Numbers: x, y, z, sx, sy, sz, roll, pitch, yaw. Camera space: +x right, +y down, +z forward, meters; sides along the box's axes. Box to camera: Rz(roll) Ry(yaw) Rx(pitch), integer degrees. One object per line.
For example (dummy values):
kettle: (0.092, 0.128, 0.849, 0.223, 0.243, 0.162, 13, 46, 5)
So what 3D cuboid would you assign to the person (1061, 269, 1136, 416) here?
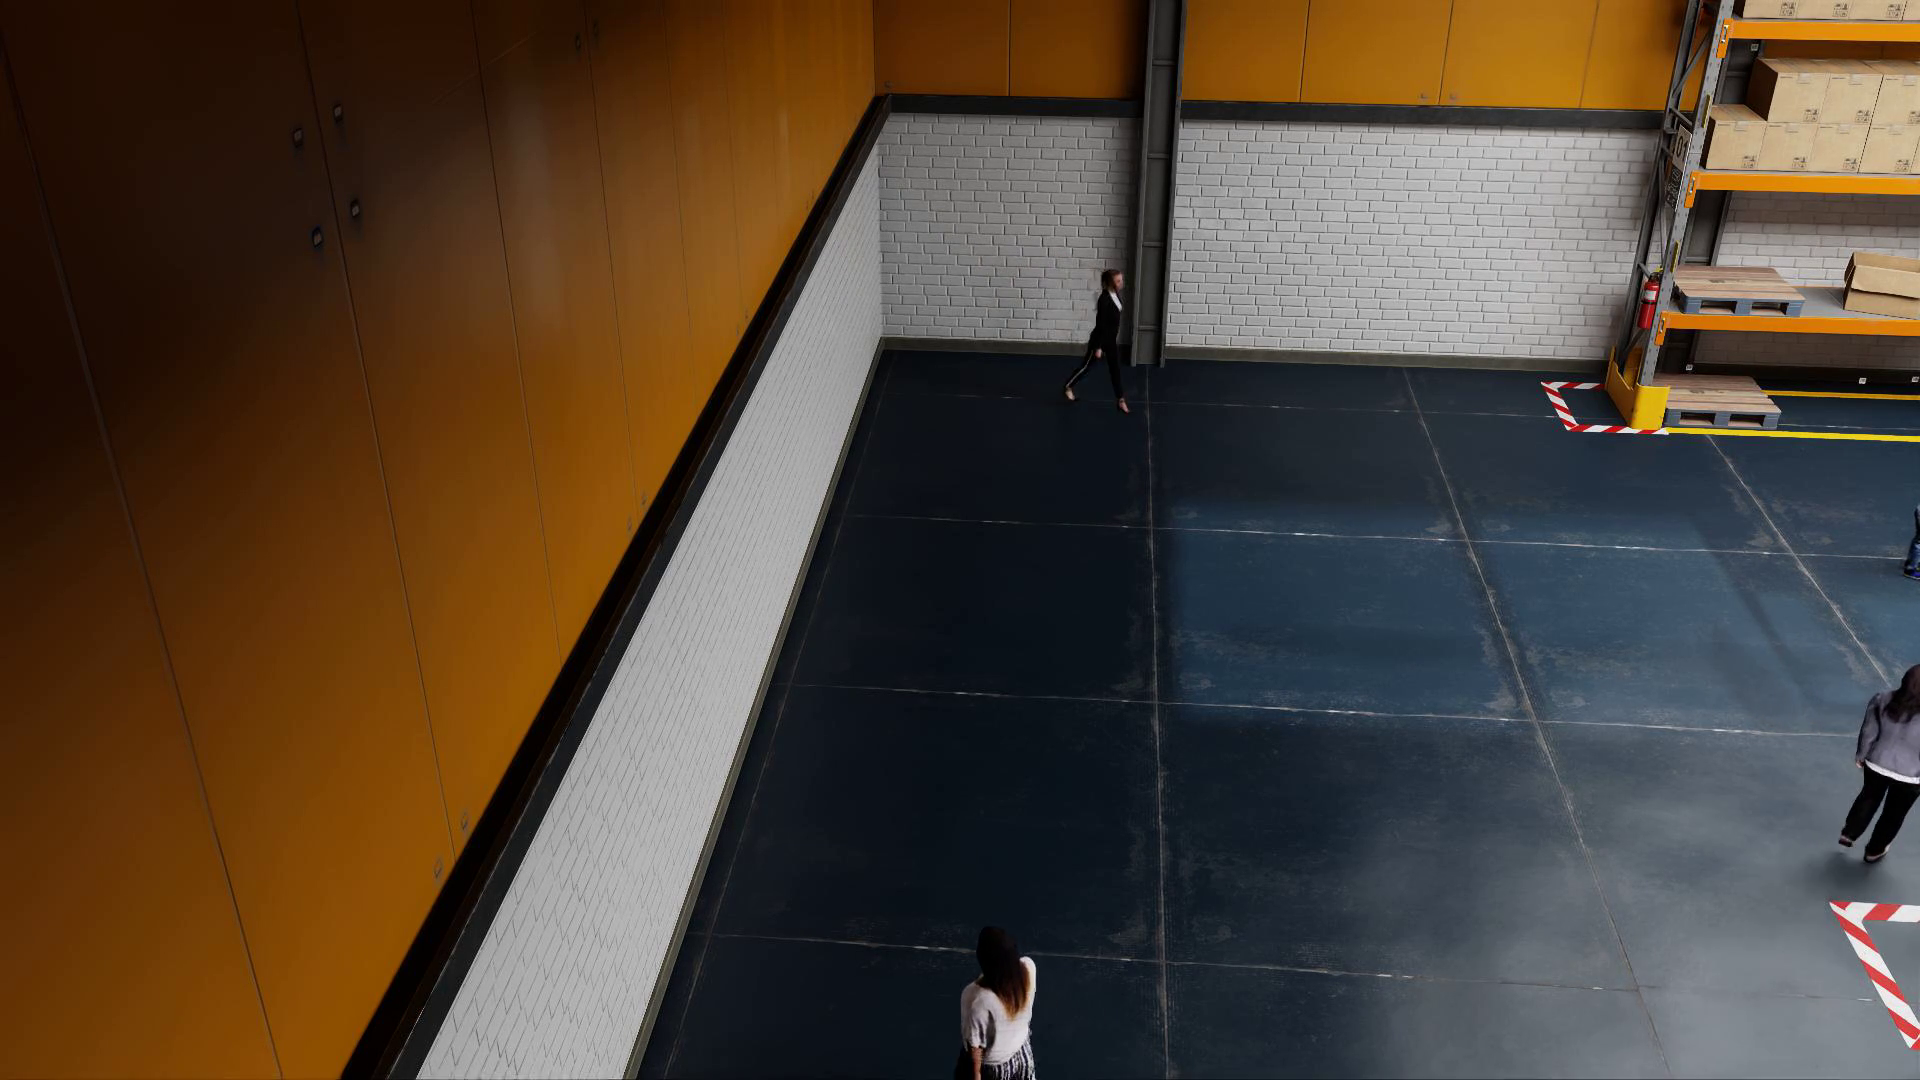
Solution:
person: (1.465, -2.152, 18.062, 1.233, 1.650, 0.956, 14, 32, 24)

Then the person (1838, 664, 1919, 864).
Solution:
person: (6.341, 1.564, 11.322, 0.906, 1.582, 0.847, -19, 34, -31)

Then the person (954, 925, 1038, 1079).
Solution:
person: (0.264, 2.805, 8.979, 1.095, 1.647, 1.172, -23, 36, -36)
